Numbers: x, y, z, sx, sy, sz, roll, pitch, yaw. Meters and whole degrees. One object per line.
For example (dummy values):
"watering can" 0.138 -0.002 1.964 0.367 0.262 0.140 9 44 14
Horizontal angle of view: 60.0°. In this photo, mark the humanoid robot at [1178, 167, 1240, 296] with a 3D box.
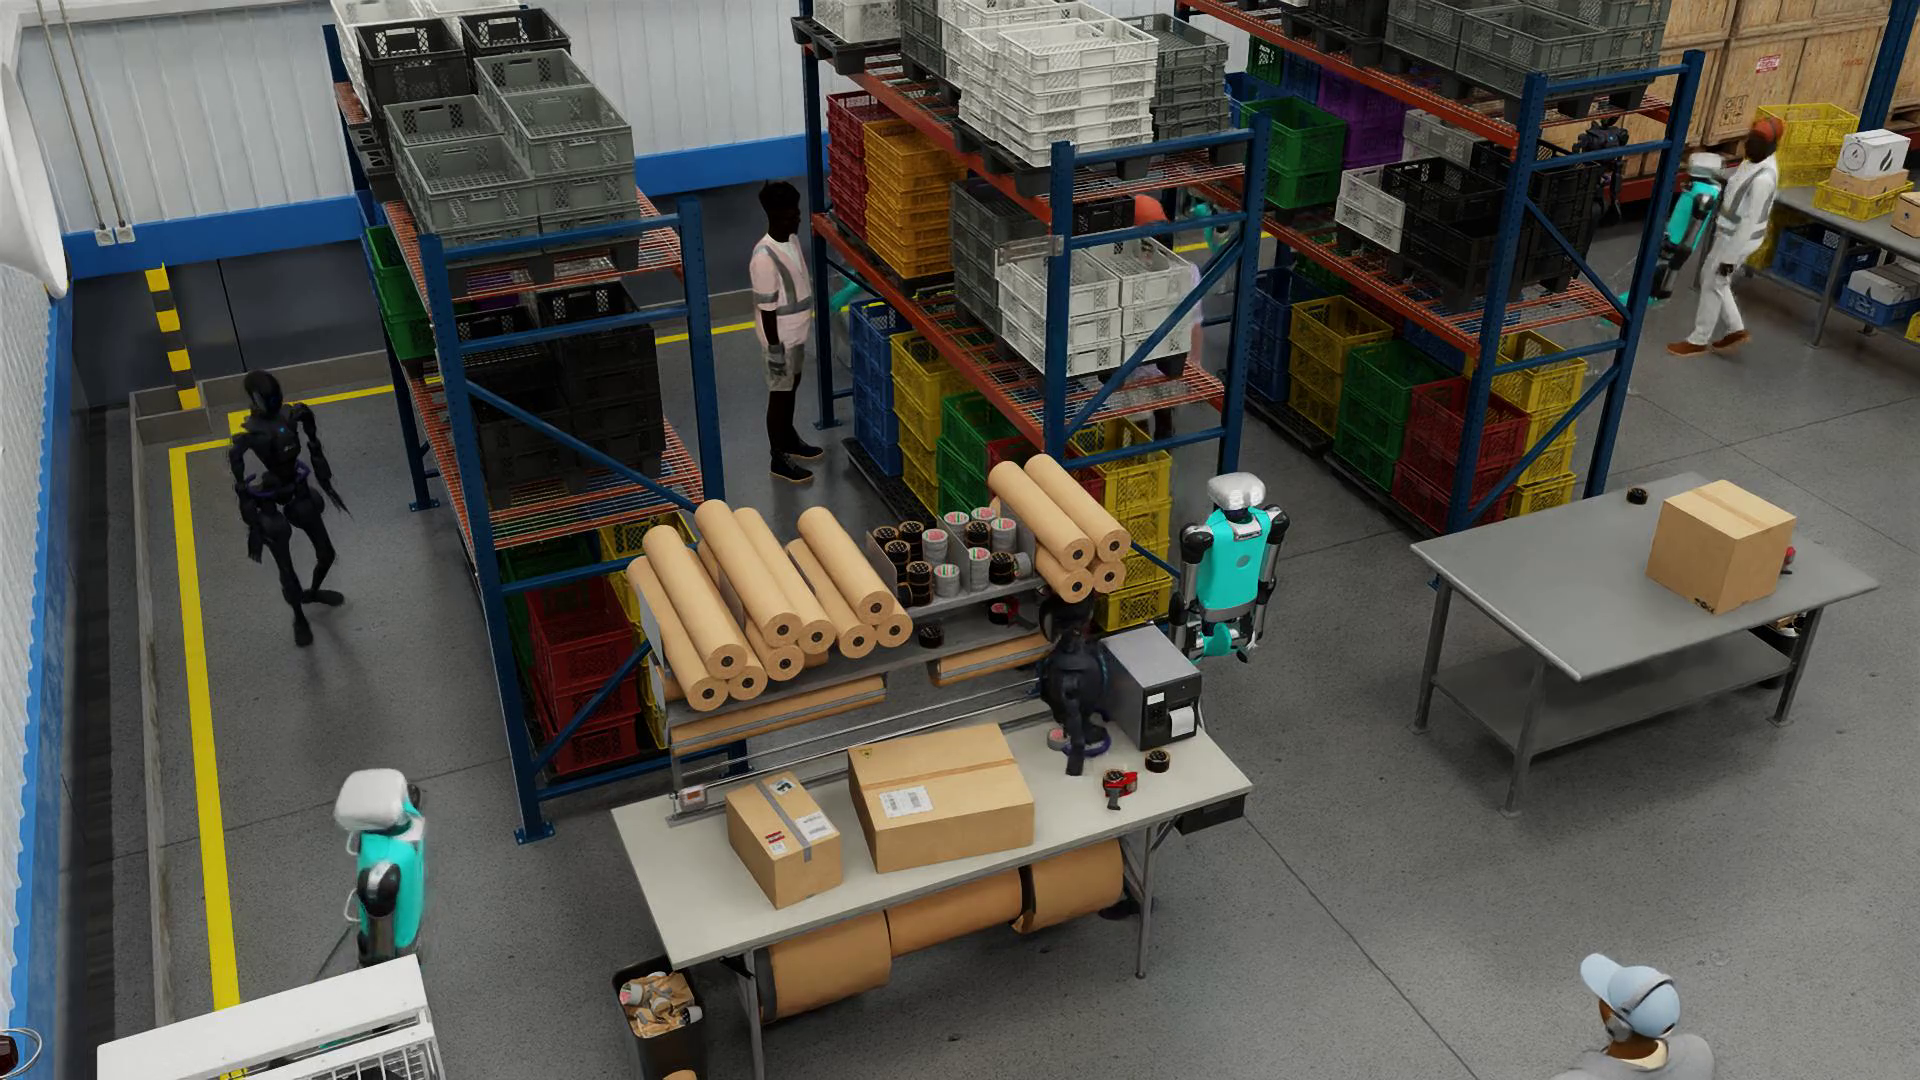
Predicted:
"humanoid robot" 2.026 -2.523 12.715 1.047 1.757 0.549 -20 37 -29

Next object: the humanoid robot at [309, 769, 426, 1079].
"humanoid robot" -2.221 1.587 6.003 0.794 1.797 0.561 -4 32 -6

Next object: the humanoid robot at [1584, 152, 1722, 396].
"humanoid robot" 4.688 -1.822 11.550 0.814 1.802 0.552 8 32 12

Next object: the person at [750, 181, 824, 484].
"person" -1.098 -1.314 10.486 0.361 1.964 0.612 5 32 8

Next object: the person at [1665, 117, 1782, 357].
"person" 5.565 -2.145 11.941 0.555 1.855 0.663 10 33 16

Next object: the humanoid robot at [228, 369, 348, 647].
"humanoid robot" -3.653 -0.212 8.971 0.462 1.638 0.594 17 36 26

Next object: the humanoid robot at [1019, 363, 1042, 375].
"humanoid robot" 0.412 -1.986 11.883 0.591 1.644 0.597 11 33 17

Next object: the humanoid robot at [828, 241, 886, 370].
"humanoid robot" -0.768 -1.977 11.839 0.793 1.826 0.531 5 32 8

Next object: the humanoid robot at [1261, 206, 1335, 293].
"humanoid robot" 2.751 -2.596 12.924 0.602 1.631 0.788 -21 37 -30

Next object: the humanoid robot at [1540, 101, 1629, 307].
"humanoid robot" 4.872 -2.633 12.891 0.599 1.655 0.315 -13 34 -20

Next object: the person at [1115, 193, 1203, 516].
"person" 1.154 -1.128 10.158 0.636 1.986 0.921 4 32 6

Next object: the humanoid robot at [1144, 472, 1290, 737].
"humanoid robot" 1.118 0.339 7.891 0.533 1.677 0.735 -13 34 -20

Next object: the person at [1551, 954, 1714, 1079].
"person" 1.959 2.008 5.199 0.591 1.852 0.369 -12 34 -19

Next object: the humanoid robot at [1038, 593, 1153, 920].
"humanoid robot" 0.470 0.950 7.133 0.802 1.618 0.611 1 32 1
